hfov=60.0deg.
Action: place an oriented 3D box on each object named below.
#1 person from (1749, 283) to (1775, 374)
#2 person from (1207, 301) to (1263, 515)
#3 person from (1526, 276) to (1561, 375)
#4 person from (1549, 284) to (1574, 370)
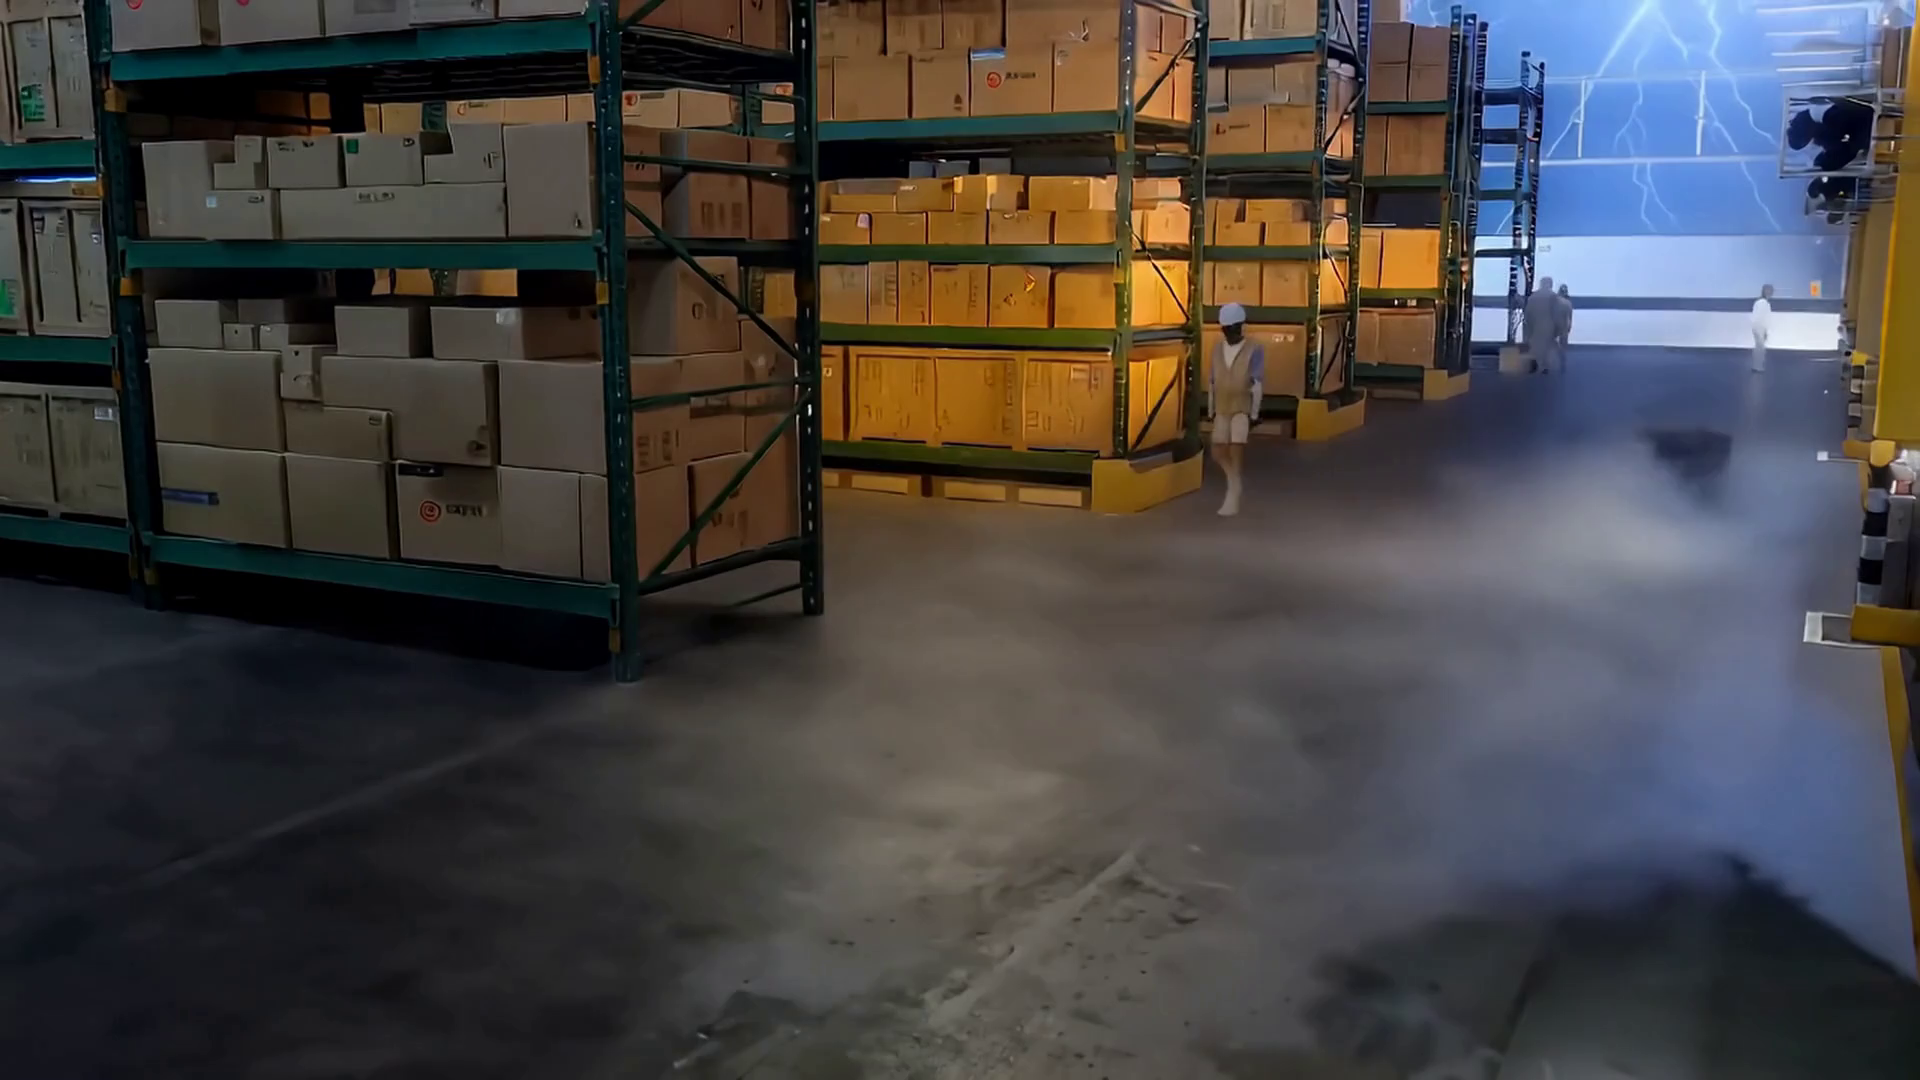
[{"bbox_3d":[15.521,-4.084,32.150,0.342,1.749,0.573,2,10,12],"label":"person"},{"bbox_3d":[2.469,-1.189,14.932,0.538,1.914,0.581,6,12,31],"label":"person"},{"bbox_3d":[11.171,-4.090,31.791,0.677,1.885,0.433,9,13,42],"label":"person"},{"bbox_3d":[11.859,-4.192,32.874,0.489,1.719,0.709,4,11,21],"label":"person"}]
